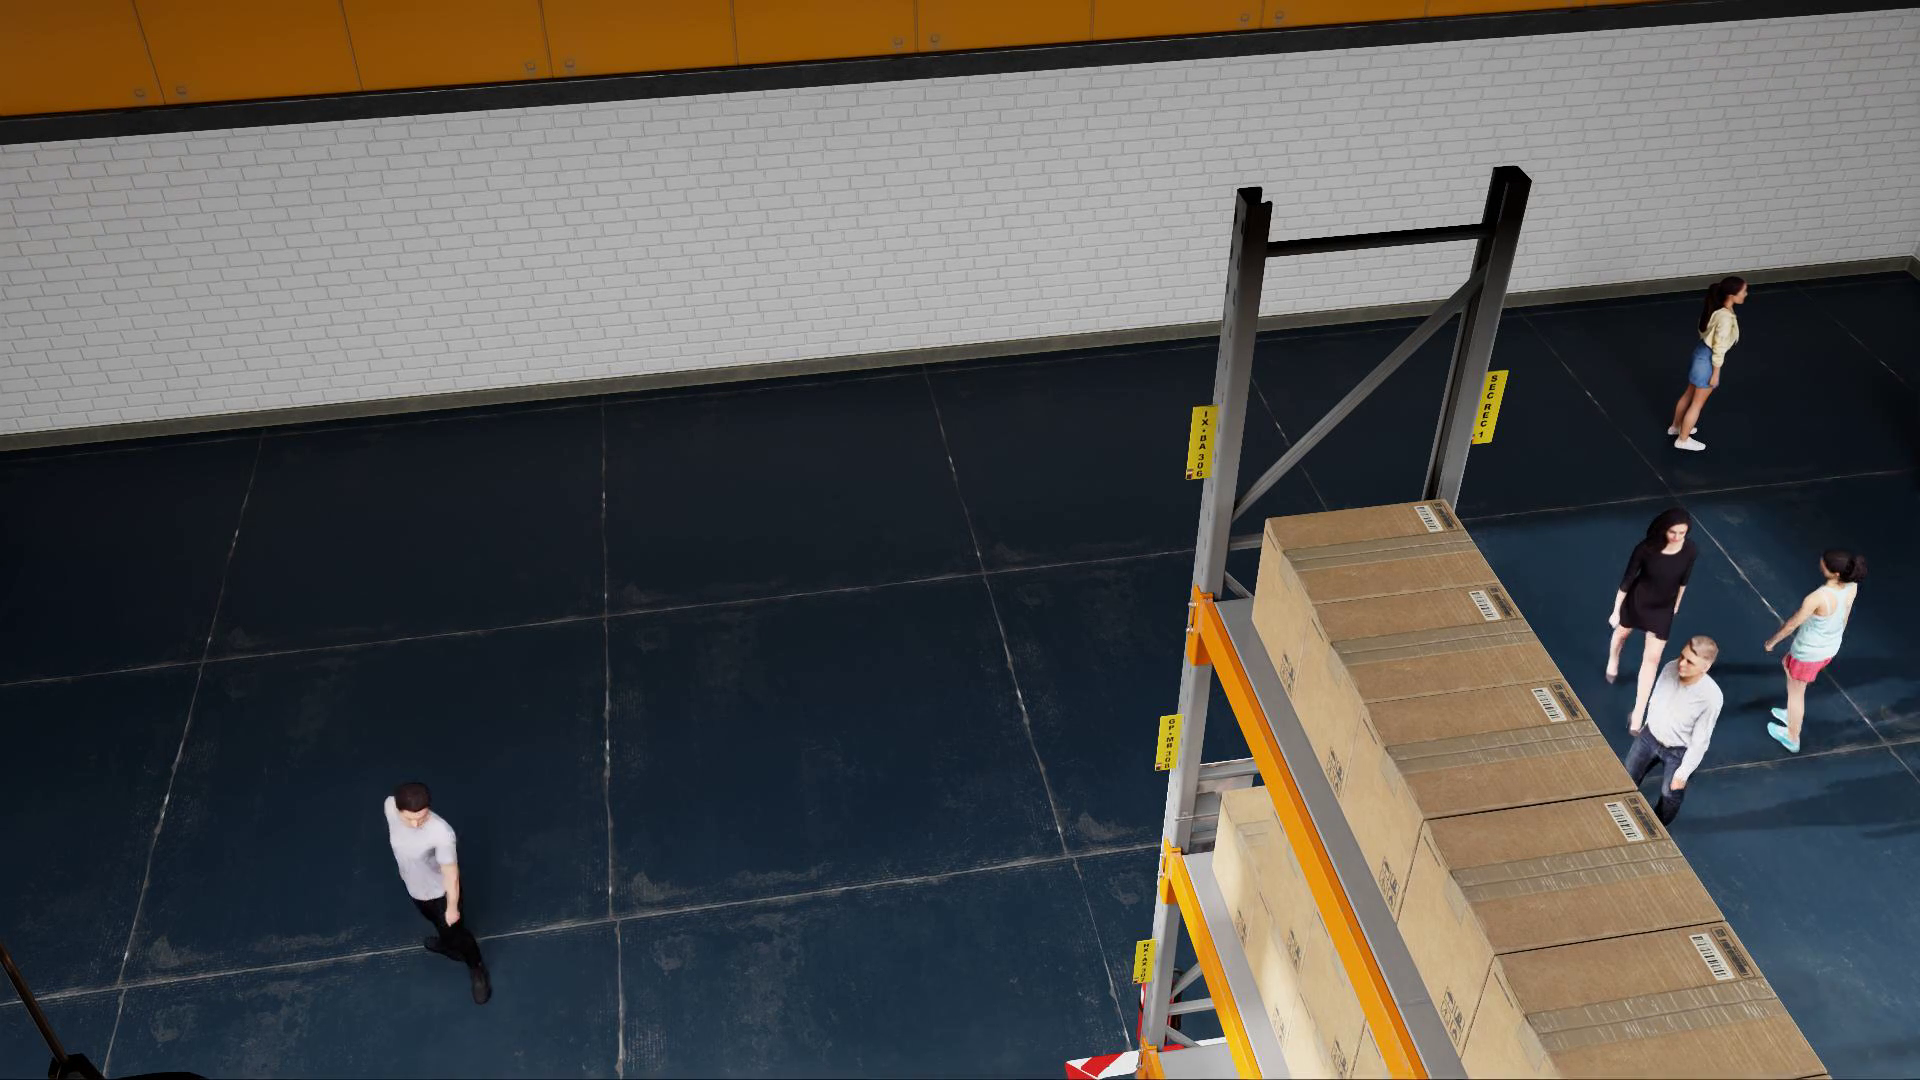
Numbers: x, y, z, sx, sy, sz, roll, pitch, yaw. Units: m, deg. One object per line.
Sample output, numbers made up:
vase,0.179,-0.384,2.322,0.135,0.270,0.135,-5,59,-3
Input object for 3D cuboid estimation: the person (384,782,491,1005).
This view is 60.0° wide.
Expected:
person,-3.111,1.959,9.772,0.908,1.841,0.846,-30,47,-32

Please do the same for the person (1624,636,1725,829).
person,4.613,1.290,10.651,0.949,1.788,1.108,-18,42,-21

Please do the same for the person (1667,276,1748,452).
person,6.431,-1.540,14.321,0.758,1.631,0.591,4,39,5

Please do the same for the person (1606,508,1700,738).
person,4.823,0.448,11.733,0.906,1.755,1.194,7,39,9

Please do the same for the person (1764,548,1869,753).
person,5.826,0.805,11.283,0.698,1.758,0.710,-14,41,-16
